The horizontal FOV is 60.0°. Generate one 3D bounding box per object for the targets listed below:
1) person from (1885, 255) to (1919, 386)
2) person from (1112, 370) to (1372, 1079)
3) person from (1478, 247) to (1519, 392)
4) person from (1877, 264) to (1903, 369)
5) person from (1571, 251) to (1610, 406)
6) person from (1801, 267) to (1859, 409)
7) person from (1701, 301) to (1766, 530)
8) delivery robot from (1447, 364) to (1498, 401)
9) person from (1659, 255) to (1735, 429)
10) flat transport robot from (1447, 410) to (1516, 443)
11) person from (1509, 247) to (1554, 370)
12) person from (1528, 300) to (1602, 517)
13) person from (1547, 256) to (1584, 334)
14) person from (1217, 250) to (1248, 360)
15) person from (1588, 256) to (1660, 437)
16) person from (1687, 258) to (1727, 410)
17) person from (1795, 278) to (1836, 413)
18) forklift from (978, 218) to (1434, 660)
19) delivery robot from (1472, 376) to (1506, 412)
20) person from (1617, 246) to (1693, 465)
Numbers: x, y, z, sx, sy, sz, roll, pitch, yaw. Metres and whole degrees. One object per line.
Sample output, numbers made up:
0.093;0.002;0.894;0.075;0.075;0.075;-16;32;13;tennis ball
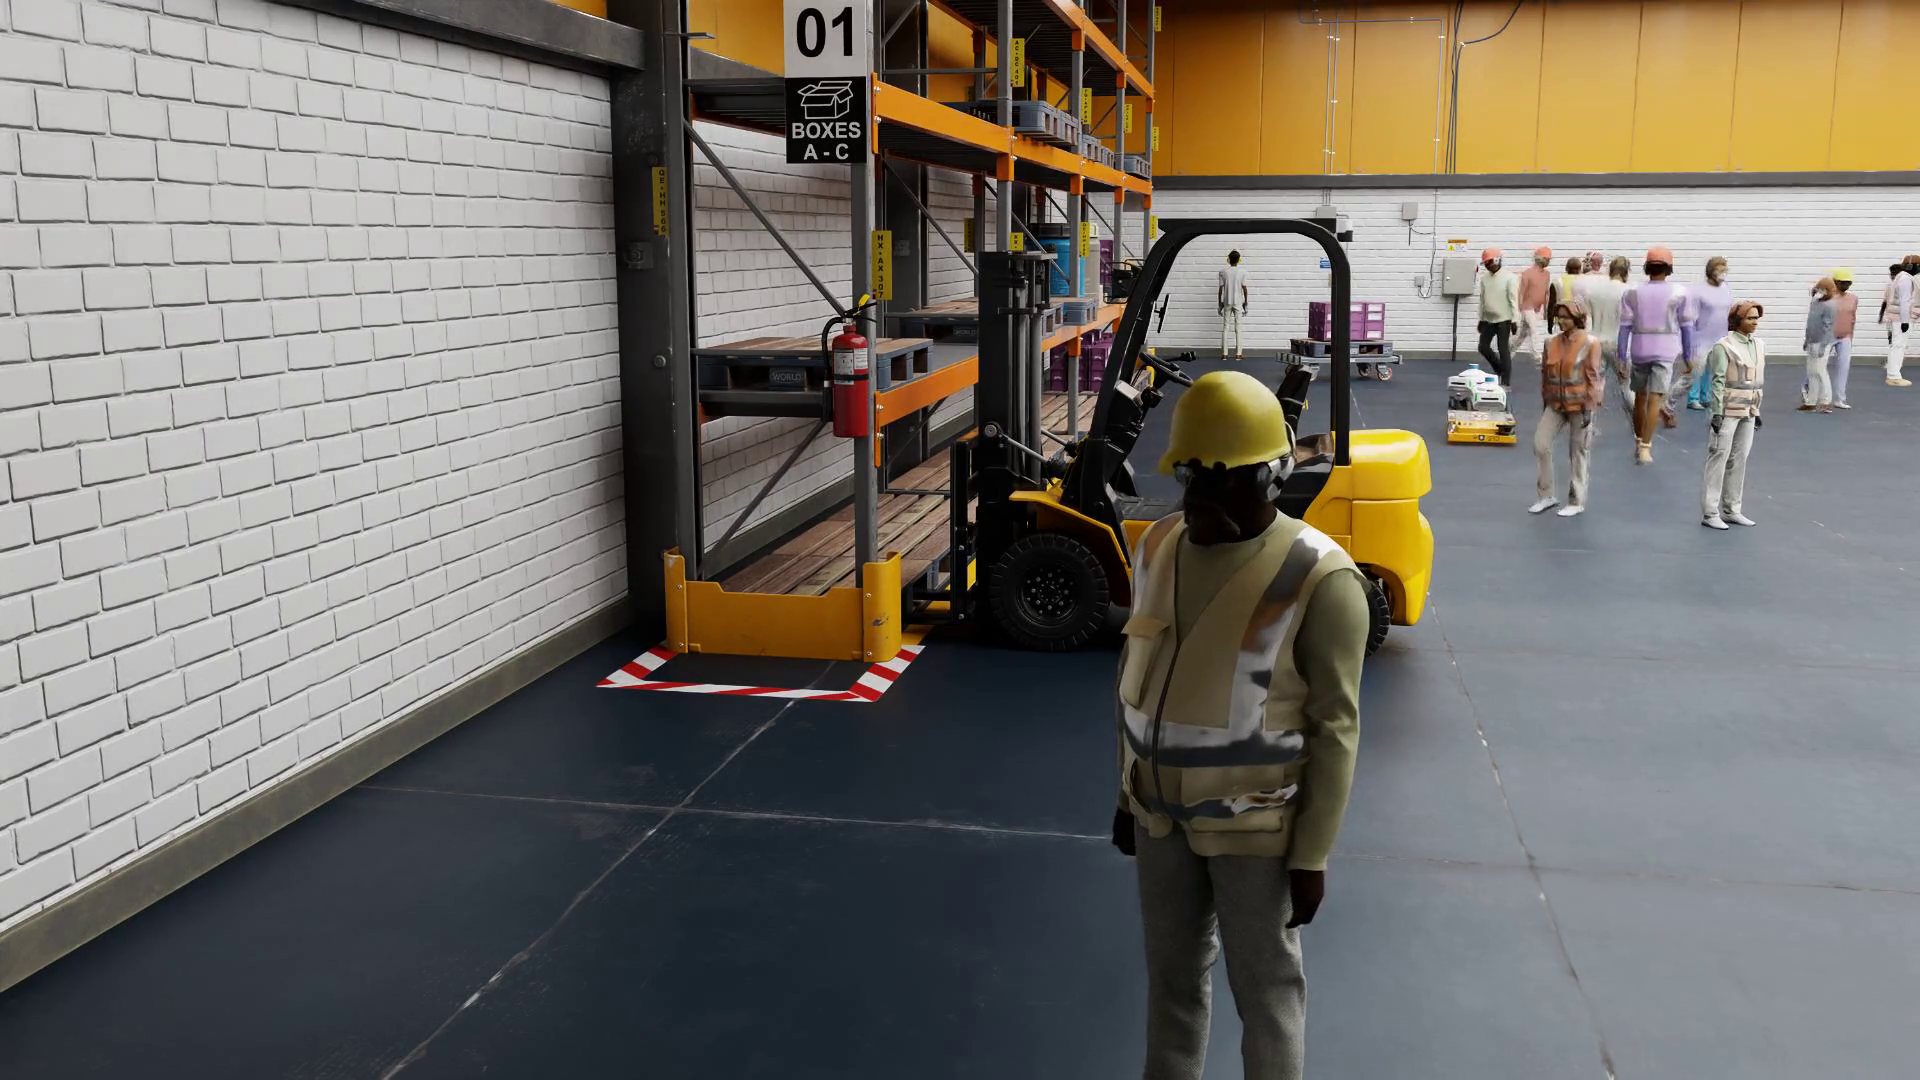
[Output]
13.332;-3.093;23.470;0.429;1.834;0.634;5;11;25;person
0.533;0.560;3.460;0.404;1.828;0.587;-9;14;-42;person
7.270;-2.969;22.464;0.491;1.955;0.697;-6;12;-29;person
14.698;-3.492;26.105;0.525;1.659;0.636;-2;10;-9;person
7.756;-2.595;20.528;0.651;1.911;0.408;-3;11;-18;person
10.775;-2.510;20.547;0.537;1.729;0.849;-1;10;-4;person
5.583;-0.899;11.974;0.525;1.639;0.307;-6;12;-29;person
6.192;-1.882;20.083;0.707;0.478;0.477;-10;14;-43;delivery robot
7.946;-2.092;17.812;0.642;1.909;0.952;-4;11;-20;person
5.423;-1.193;17.340;0.652;0.197;1.431;3;11;16;flat transport robot
9.075;-3.687;26.470;0.649;1.937;1.045;-8;13;-37;person
4.510;-0.967;12.383;0.500;1.620;0.529;-8;13;-36;person
8.585;-3.062;23.360;0.644;1.824;0.608;3;11;17;person
4.644;-3.992;28.288;0.528;1.876;0.323;3;11;17;person
6.896;-2.022;17.466;1.041;1.877;0.638;-4;11;-21;person
9.088;-2.504;20.203;0.563;1.848;0.391;-5;12;-26;person
10.241;-2.319;19.841;0.316;1.616;0.597;1;10;3;person
1.285;-0.567;8.635;2.313;2.155;1.214;2;11;11;forklift
5.819;-1.557;18.303;0.477;0.478;0.707;3;11;16;delivery robot
6.491;-1.723;15.504;0.619;1.998;0.999;7;13;34;person
